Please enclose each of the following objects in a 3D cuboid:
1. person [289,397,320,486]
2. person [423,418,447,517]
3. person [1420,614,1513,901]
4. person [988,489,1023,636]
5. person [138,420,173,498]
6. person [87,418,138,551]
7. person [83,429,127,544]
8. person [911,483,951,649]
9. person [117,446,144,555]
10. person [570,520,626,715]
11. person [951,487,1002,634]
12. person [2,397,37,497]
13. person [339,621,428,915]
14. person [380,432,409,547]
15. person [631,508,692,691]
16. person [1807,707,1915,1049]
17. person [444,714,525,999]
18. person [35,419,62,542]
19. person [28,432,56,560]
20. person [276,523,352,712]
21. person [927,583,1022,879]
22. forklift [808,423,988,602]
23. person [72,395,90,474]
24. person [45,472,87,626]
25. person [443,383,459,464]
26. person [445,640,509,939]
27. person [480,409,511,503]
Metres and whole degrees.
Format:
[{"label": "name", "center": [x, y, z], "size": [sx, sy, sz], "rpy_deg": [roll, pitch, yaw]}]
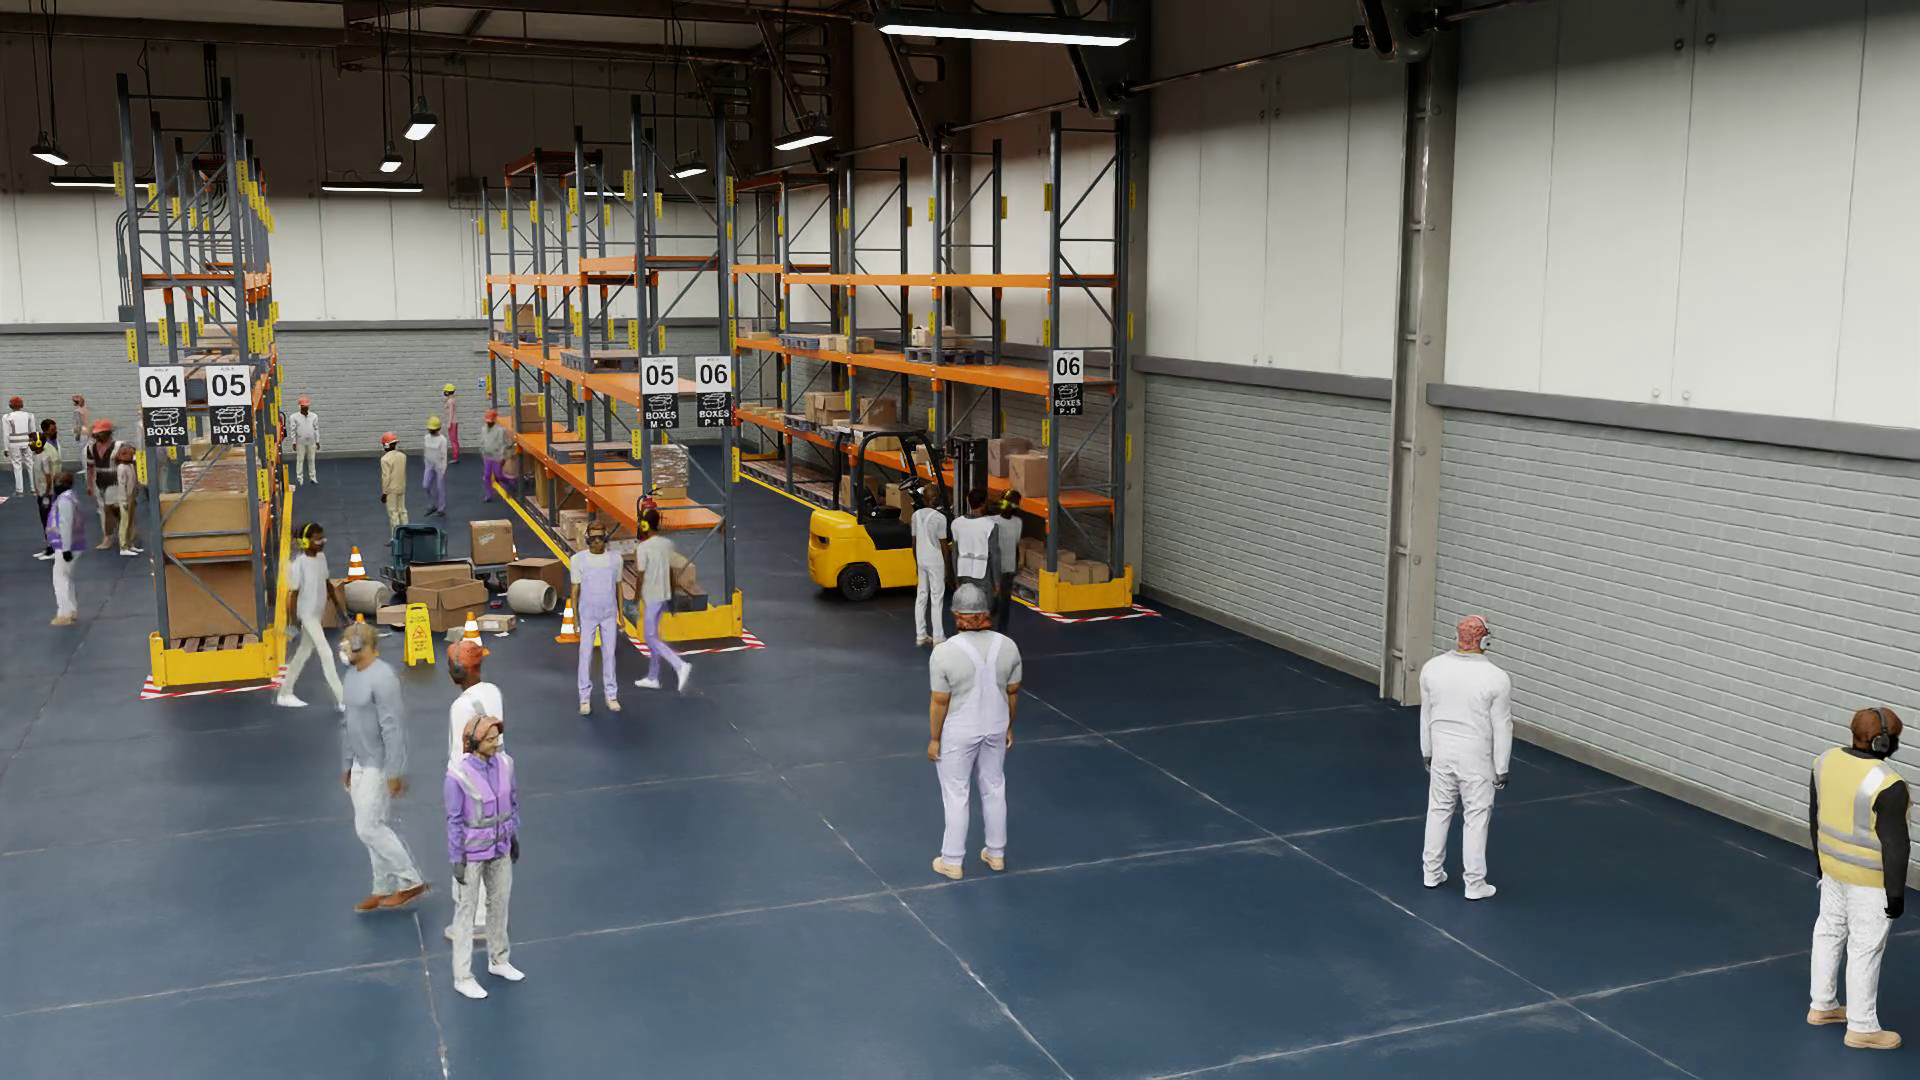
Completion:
[{"label": "person", "center": [-12.899, -1.947, 32.790], "size": [0.565, 1.755, 0.323], "rpy_deg": [-8, 12, -42]}, {"label": "person", "center": [-8.953, -1.237, 28.410], "size": [0.537, 1.724, 0.492], "rpy_deg": [3, 9, 18]}, {"label": "person", "center": [3.371, 1.434, 11.066], "size": [0.396, 1.901, 0.652], "rpy_deg": [-9, 13, -44]}, {"label": "person", "center": [0.421, 0.352, 18.038], "size": [0.557, 1.845, 0.482], "rpy_deg": [-6, 11, -31]}, {"label": "person", "center": [-14.888, -1.652, 30.767], "size": [0.608, 1.811, 0.674], "rpy_deg": [-1, 9, -5]}, {"label": "person", "center": [-12.908, -0.874, 25.322], "size": [0.604, 2.003, 1.025], "rpy_deg": [2, 9, 10]}, {"label": "person", "center": [-13.211, -0.901, 25.812], "size": [0.656, 1.891, 0.659], "rpy_deg": [-7, 11, -36]}, {"label": "person", "center": [-0.310, 0.288, 18.446], "size": [0.508, 1.847, 0.345], "rpy_deg": [7, 12, 39]}, {"label": "person", "center": [-12.323, -0.587, 24.654], "size": [0.287, 1.626, 0.497], "rpy_deg": [-2, 9, -10]}, {"label": "person", "center": [-3.409, 0.724, 15.705], "size": [0.506, 1.846, 0.351], "rpy_deg": [-4, 10, -23]}, {"label": "person", "center": [0.174, 0.397, 17.535], "size": [0.593, 1.920, 0.391], "rpy_deg": [6, 11, 33]}, {"label": "person", "center": [-17.569, -1.737, 31.088], "size": [0.345, 1.881, 0.594], "rpy_deg": [7, 11, 38]}, {"label": "person", "center": [-3.804, 1.484, 10.791], "size": [0.395, 1.904, 0.720], "rpy_deg": [-7, 12, -39]}, {"label": "person", "center": [-8.669, -0.771, 25.400], "size": [0.341, 1.750, 0.566], "rpy_deg": [3, 9, 15]}, {"label": "person", "center": [-2.963, 0.604, 16.472], "size": [0.709, 1.843, 0.536], "rpy_deg": [4, 10, 24]}, {"label": "person", "center": [4.865, 1.796, 8.967], "size": [0.429, 1.842, 0.637], "rpy_deg": [-2, 9, -11]}, {"label": "person", "center": [-2.747, 1.803, 9.598], "size": [0.313, 1.632, 0.521], "rpy_deg": [6, 11, 31]}, {"label": "person", "center": [-14.133, -0.925, 25.853], "size": [0.379, 1.917, 0.597], "rpy_deg": [-1, 9, -6]}, {"label": "person", "center": [-13.388, -0.645, 24.260], "size": [0.318, 1.865, 0.531], "rpy_deg": [-7, 11, -38]}, {"label": "person", "center": [-6.118, 0.730, 15.777], "size": [0.996, 1.817, 0.535], "rpy_deg": [1, 9, 4]}, {"label": "person", "center": [0.052, 1.297, 11.485], "size": [0.688, 2.000, 0.539], "rpy_deg": [-5, 10, -28]}, {"label": "forklift", "center": [-0.830, -0.399, 21.676], "size": [2.313, 2.155, 1.214], "rpy_deg": [-4, 10, -21]}, {"label": "person", "center": [-18.379, -2.210, 34.815], "size": [0.314, 1.639, 0.517], "rpy_deg": [-1, 9, -9]}, {"label": "person", "center": [-10.648, 0.096, 19.814], "size": [0.443, 1.803, 0.693], "rpy_deg": [-5, 10, -27]}, {"label": "person", "center": [-11.210, -2.563, 36.635], "size": [0.301, 1.772, 0.523], "rpy_deg": [-2, 9, -10]}, {"label": "person", "center": [-3.025, 1.548, 10.425], "size": [0.358, 1.878, 0.589], "rpy_deg": [1, 9, 6]}, {"label": "person", "center": [-8.475, -1.536, 30.318], "size": [0.615, 1.721, 0.559], "rpy_deg": [4, 10, 25]}]
